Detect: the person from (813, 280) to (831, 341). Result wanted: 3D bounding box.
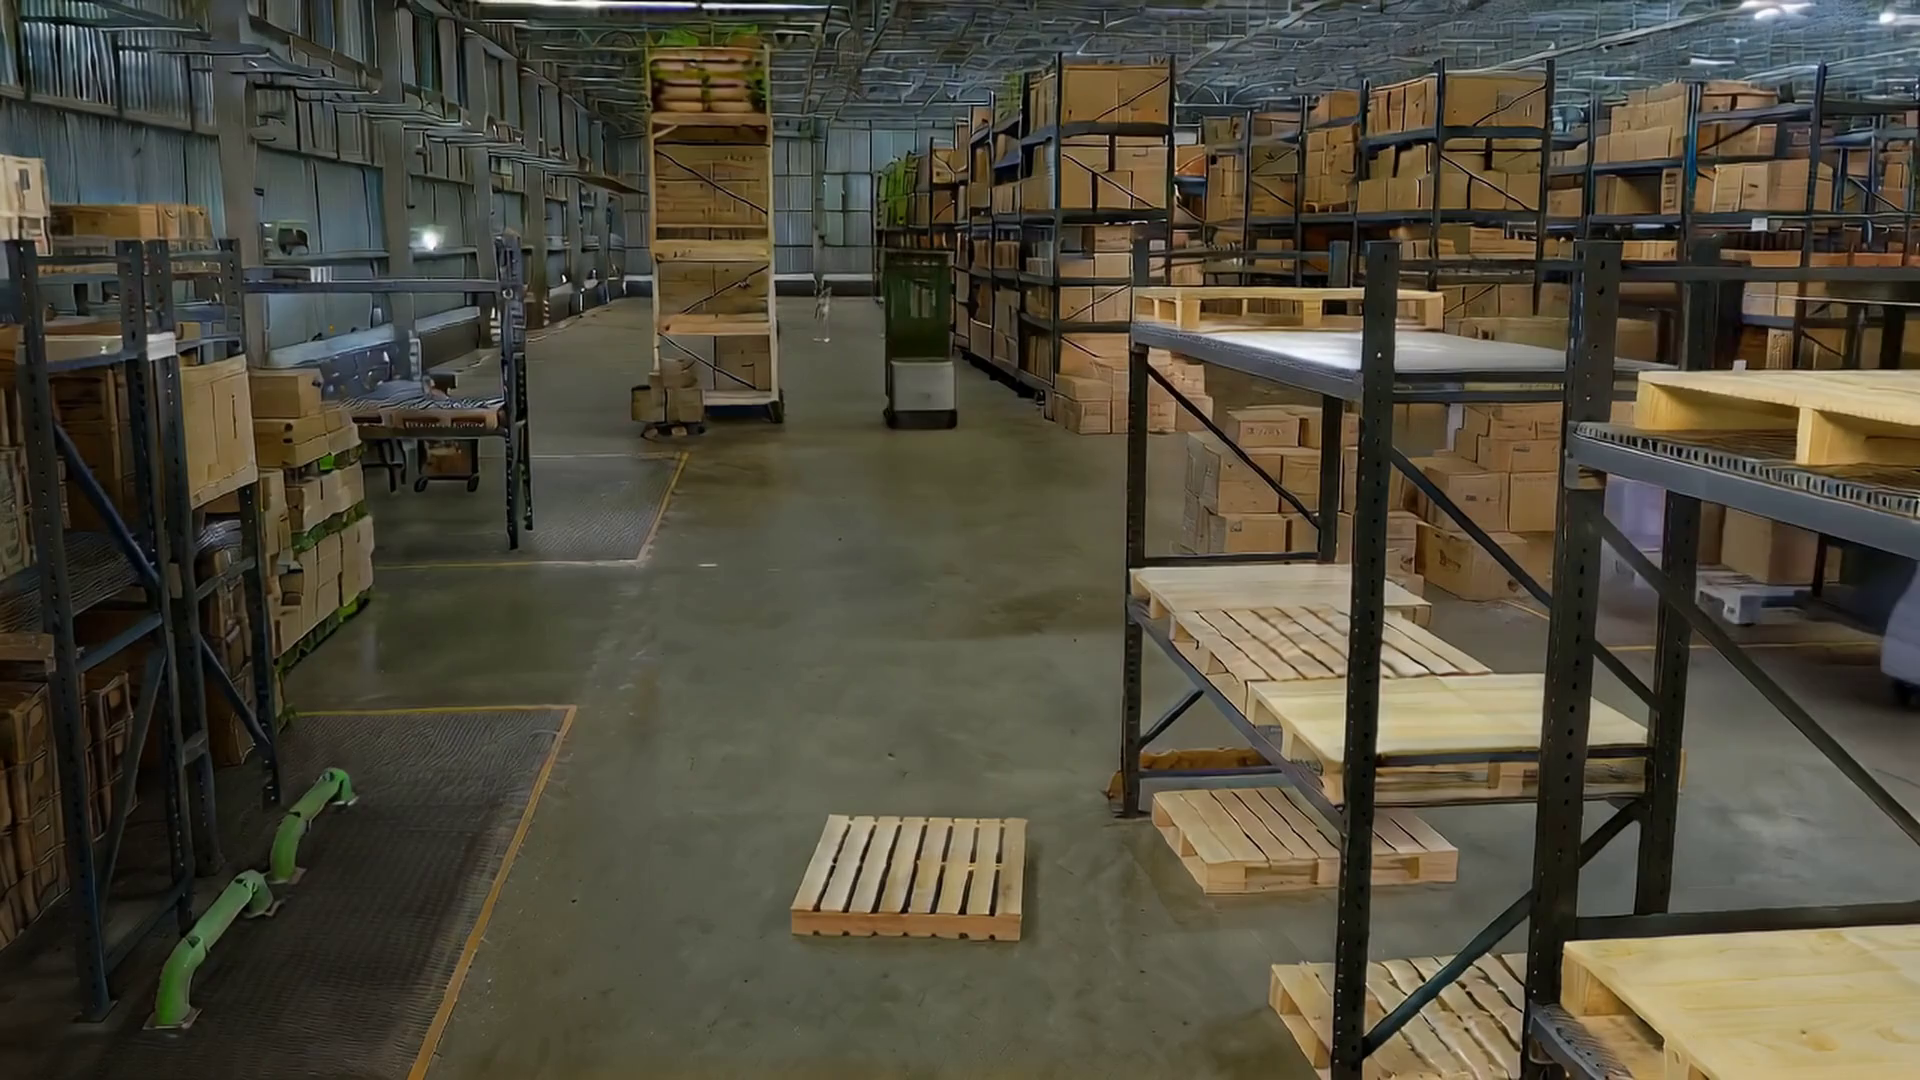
[{"bbox_3d":[-4.162,-6.954,50.342,0.572,1.840,0.373,3,11,15],"label":"person"}]

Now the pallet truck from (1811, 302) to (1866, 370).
[{"bbox_3d":[15.846,-3.142,28.793,1.885,1.965,0.823,2,10,12],"label":"pallet truck"}]

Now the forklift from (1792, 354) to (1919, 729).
[{"bbox_3d":[6.352,-0.243,10.279,1.129,2.768,1.873,-1,10,-6],"label":"forklift"}]

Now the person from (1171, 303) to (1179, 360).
[{"bbox_3d":[5.213,-5.059,40.474,0.564,1.609,0.592,3,11,14],"label":"person"}]

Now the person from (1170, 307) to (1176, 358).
[{"bbox_3d":[5.311,-5.348,41.515,0.489,1.827,0.622,5,11,26],"label":"person"}]

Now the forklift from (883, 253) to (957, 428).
[{"bbox_3d":[-0.660,-3.309,27.269,1.129,2.768,1.873,-1,10,-6],"label":"forklift"}]

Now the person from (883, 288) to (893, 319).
[{"bbox_3d":[-2.116,-6.840,50.365,0.501,1.604,0.747,-6,12,-31],"label":"person"}]

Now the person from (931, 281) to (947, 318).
[{"bbox_3d":[-0.535,-6.706,48.919,0.962,1.855,0.666,2,10,11],"label":"person"}]

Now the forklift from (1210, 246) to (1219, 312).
[{"bbox_3d":[8.889,-9.500,61.573,1.129,2.768,1.873,-1,10,-6],"label":"forklift"}]

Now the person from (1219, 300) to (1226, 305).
[{"bbox_3d":[9.796,-8.842,61.348,0.522,1.645,0.305,6,12,30],"label":"person"}]

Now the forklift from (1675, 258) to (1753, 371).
[{"bbox_3d":[8.679,-1.870,19.293,1.873,2.768,1.129,-1,10,-6],"label":"forklift"}]
